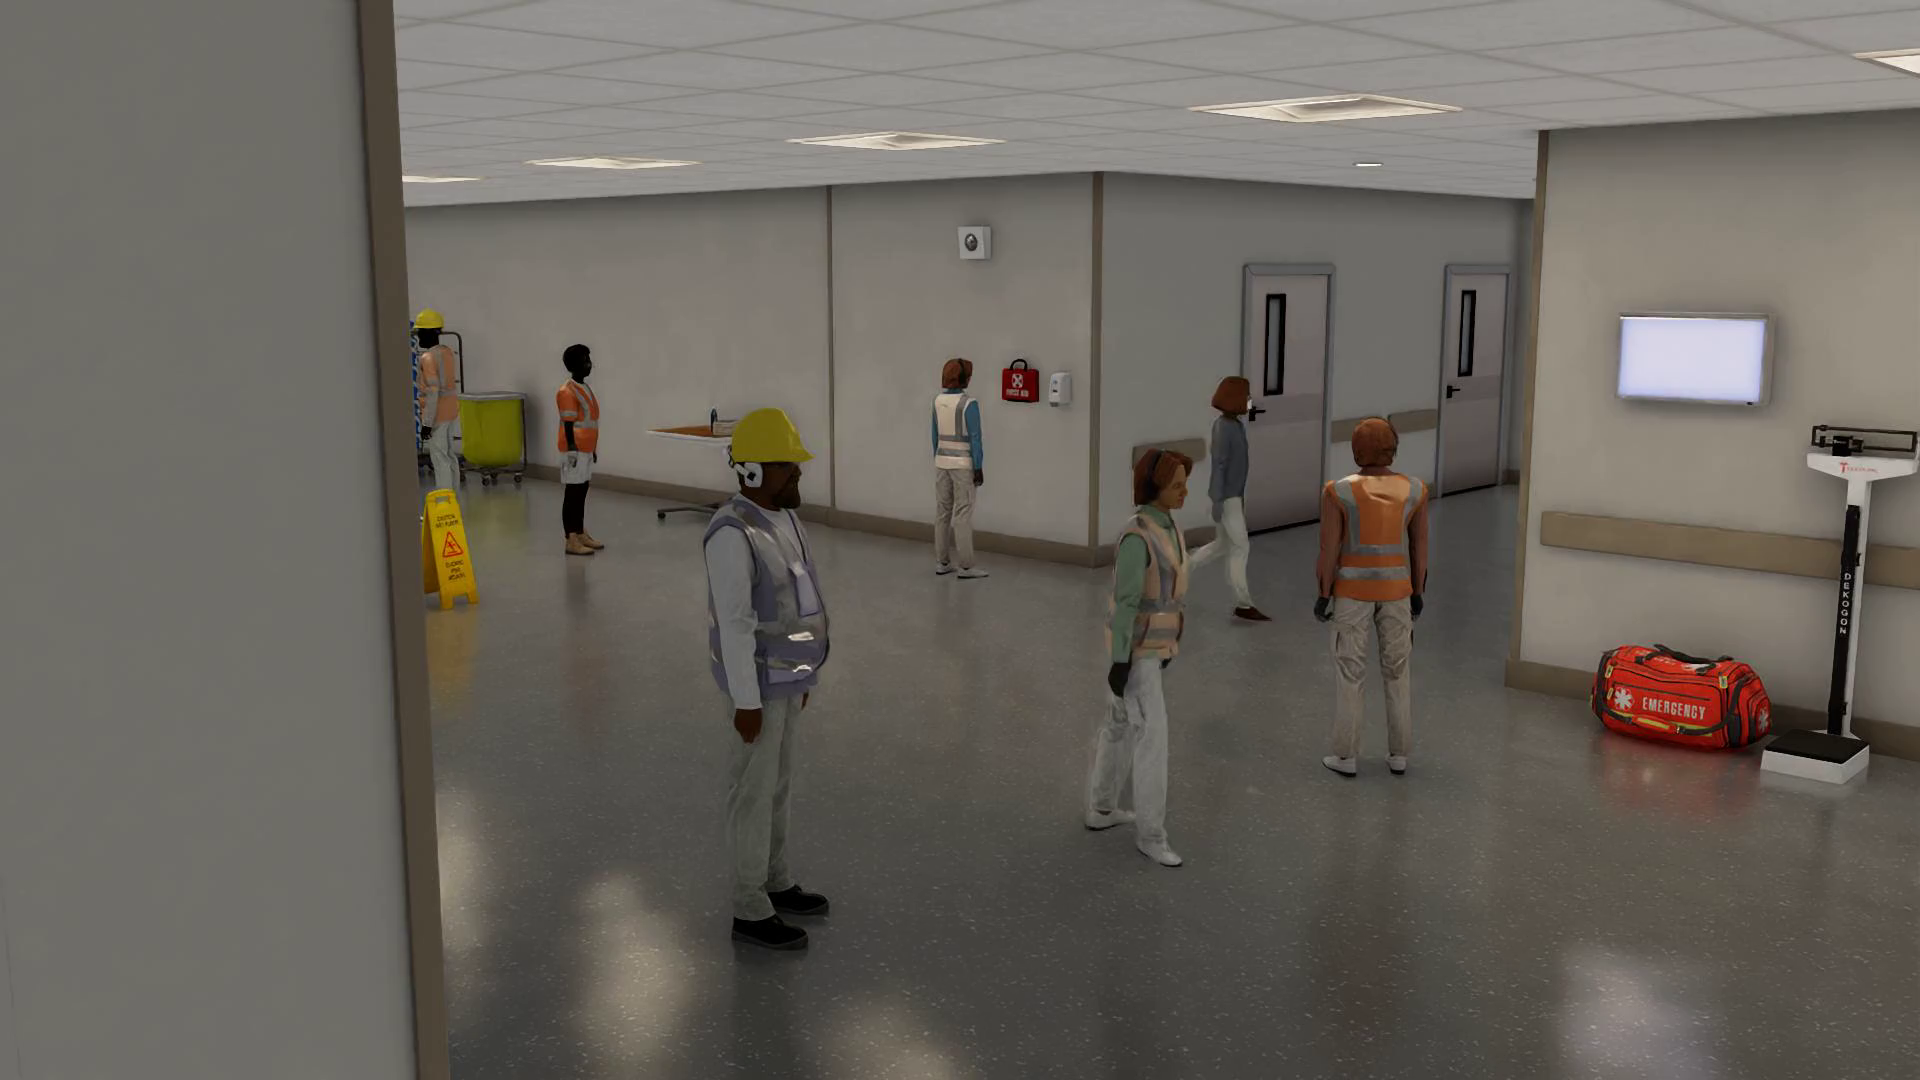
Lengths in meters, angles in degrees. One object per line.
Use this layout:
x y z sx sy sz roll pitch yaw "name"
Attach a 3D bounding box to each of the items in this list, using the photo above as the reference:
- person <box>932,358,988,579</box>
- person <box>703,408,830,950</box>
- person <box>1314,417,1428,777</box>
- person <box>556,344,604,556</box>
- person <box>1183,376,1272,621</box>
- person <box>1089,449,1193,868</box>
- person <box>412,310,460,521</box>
-0.020 -0.532 12.397 0.307 1.641 0.514 -8 12 -41 "person"
-0.649 0.463 5.709 0.404 1.833 0.590 2 9 10 "person"
1.862 0.262 7.543 0.523 1.636 0.310 -1 9 -6 "person"
-3.076 -0.732 13.447 0.320 1.698 0.531 1 9 5 "person"
1.711 -0.281 10.981 0.721 1.620 0.513 4 10 22 "person"
0.711 0.439 6.573 0.493 1.607 0.558 4 10 22 "person"
-4.782 -1.130 15.185 0.370 1.928 0.585 0 9 1 "person"
